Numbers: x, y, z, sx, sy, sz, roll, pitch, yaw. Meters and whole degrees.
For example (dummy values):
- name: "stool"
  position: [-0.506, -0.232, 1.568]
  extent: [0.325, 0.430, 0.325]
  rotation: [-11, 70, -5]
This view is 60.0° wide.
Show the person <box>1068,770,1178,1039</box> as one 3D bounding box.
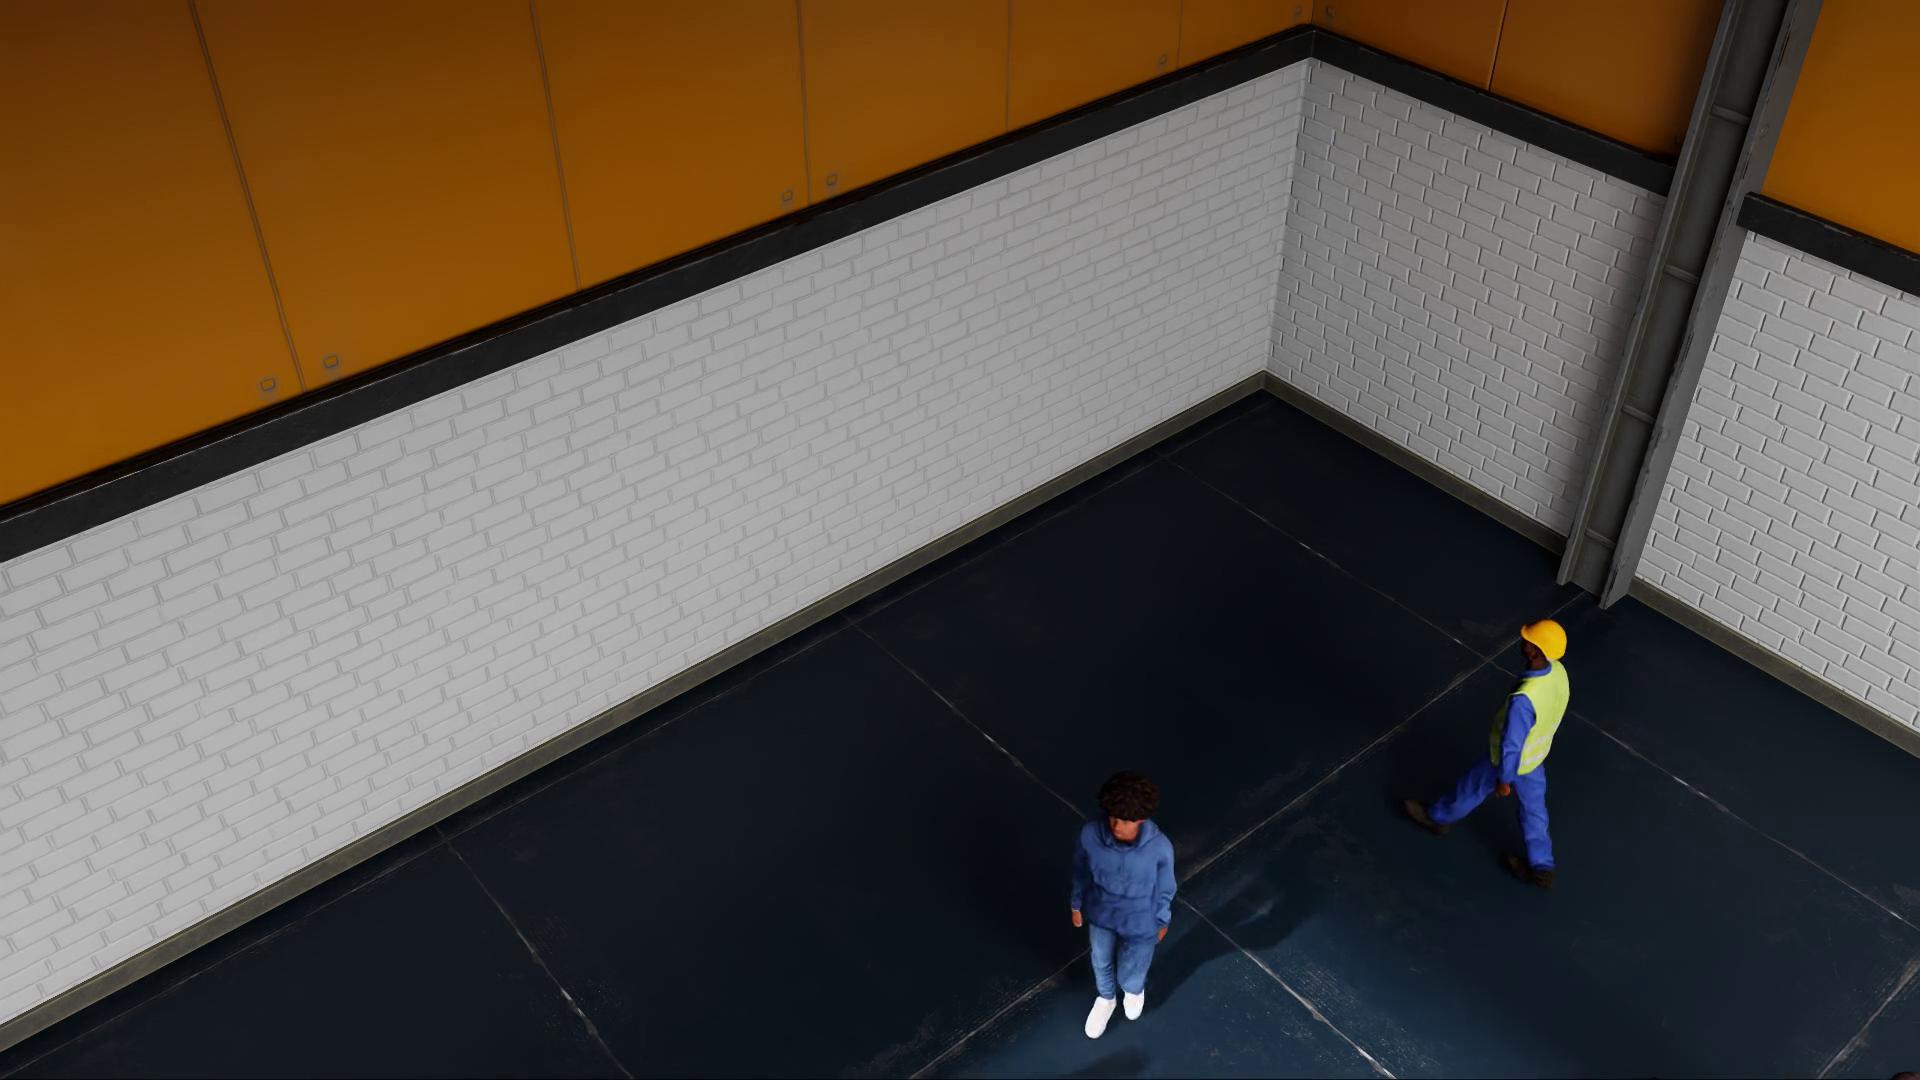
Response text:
- name: "person"
  position: [0.840, 1.789, 8.319]
  extent: [0.748, 1.798, 0.855]
  rotation: [15, 41, 18]

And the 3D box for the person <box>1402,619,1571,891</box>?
- name: "person"
  position: [3.106, 1.201, 9.079]
  extent: [1.203, 1.768, 0.751]
  rotation: [32, 48, 33]
